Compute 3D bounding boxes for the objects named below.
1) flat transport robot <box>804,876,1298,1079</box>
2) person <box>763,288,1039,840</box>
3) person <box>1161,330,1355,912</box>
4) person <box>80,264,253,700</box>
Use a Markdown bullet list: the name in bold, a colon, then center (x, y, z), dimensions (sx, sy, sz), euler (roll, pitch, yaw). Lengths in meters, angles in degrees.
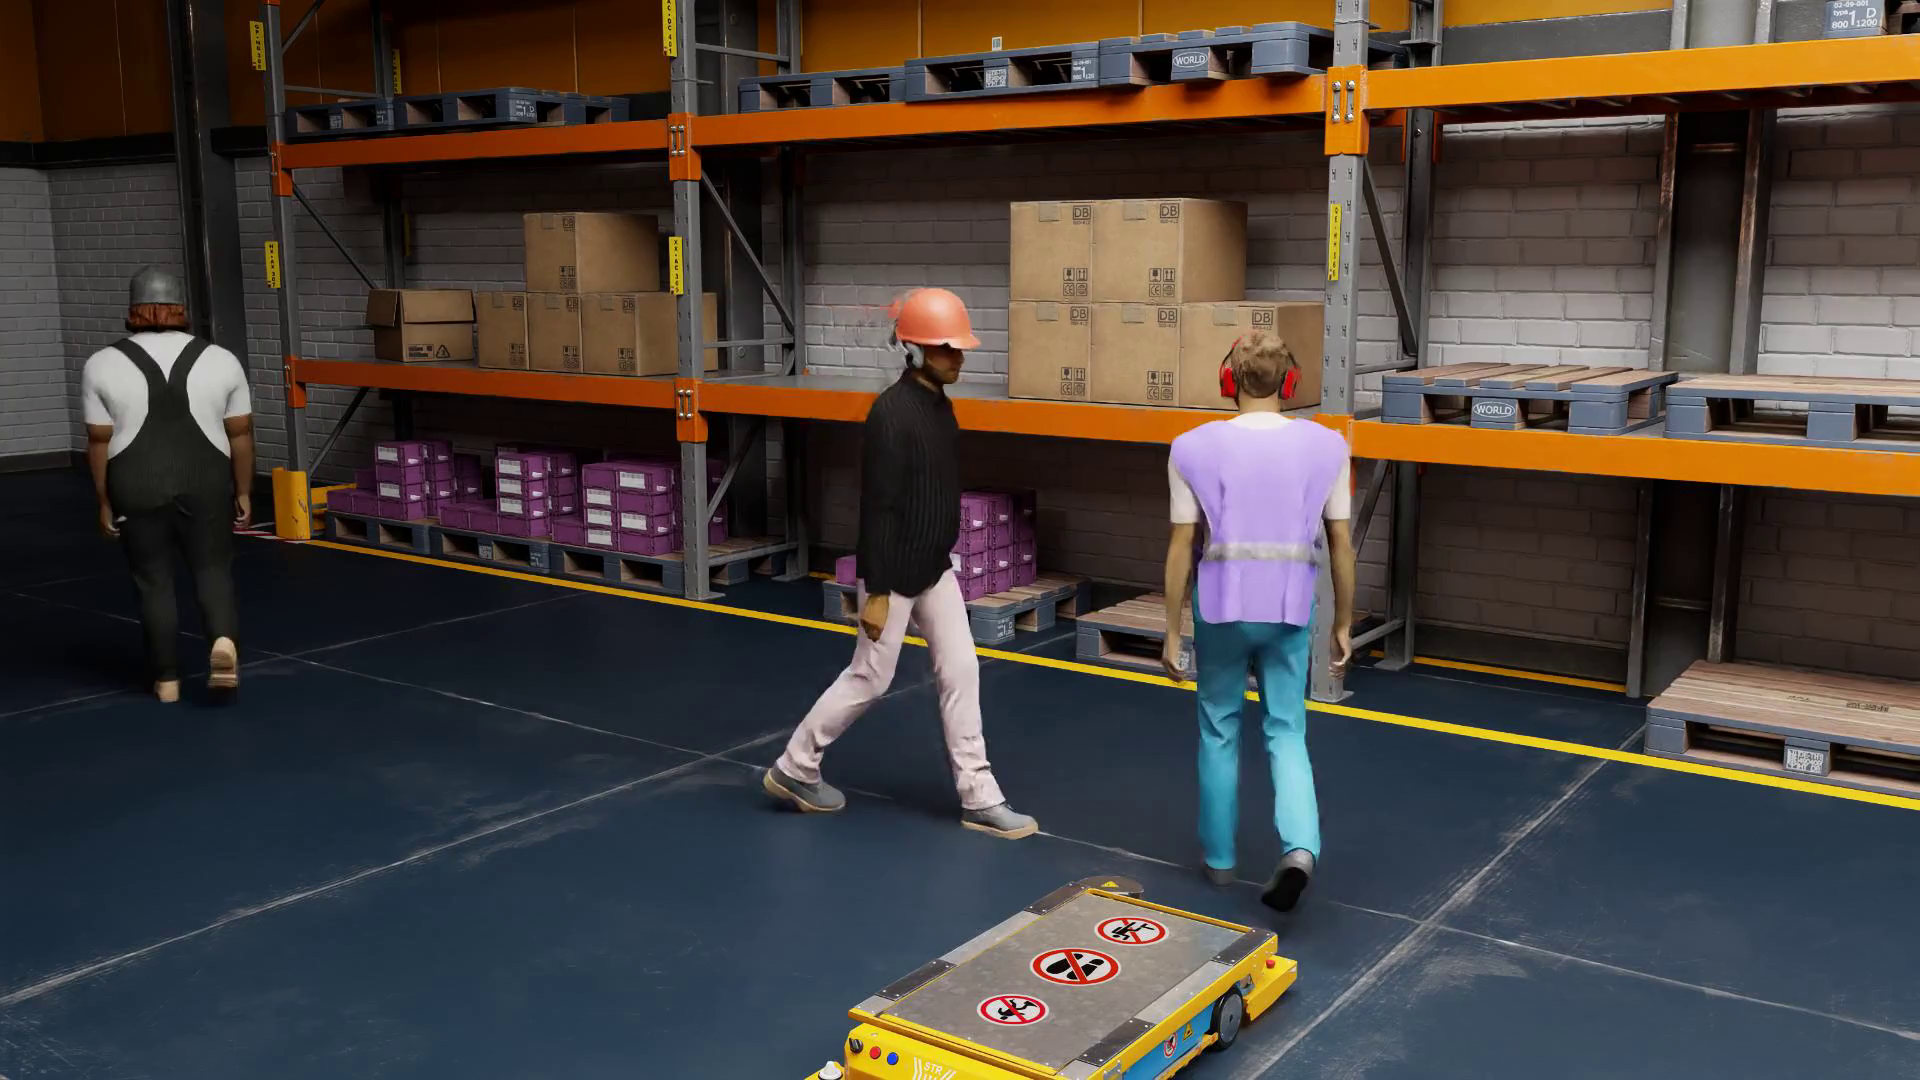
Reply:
- **flat transport robot**: center (0.254, 1.194, 4.191), dimensions (0.652, 0.197, 1.431), euler (7, 12, 35)
- **person**: center (-0.240, 0.086, 5.858), dimensions (0.991, 1.946, 0.668), euler (4, 11, 25)
- **person**: center (0.932, 0.265, 5.146), dimensions (0.605, 1.816, 0.688), euler (0, 10, -2)
- **person**: center (-3.559, -0.249, 7.522), dimensions (0.689, 2.000, 0.701), euler (-5, 11, -29)
